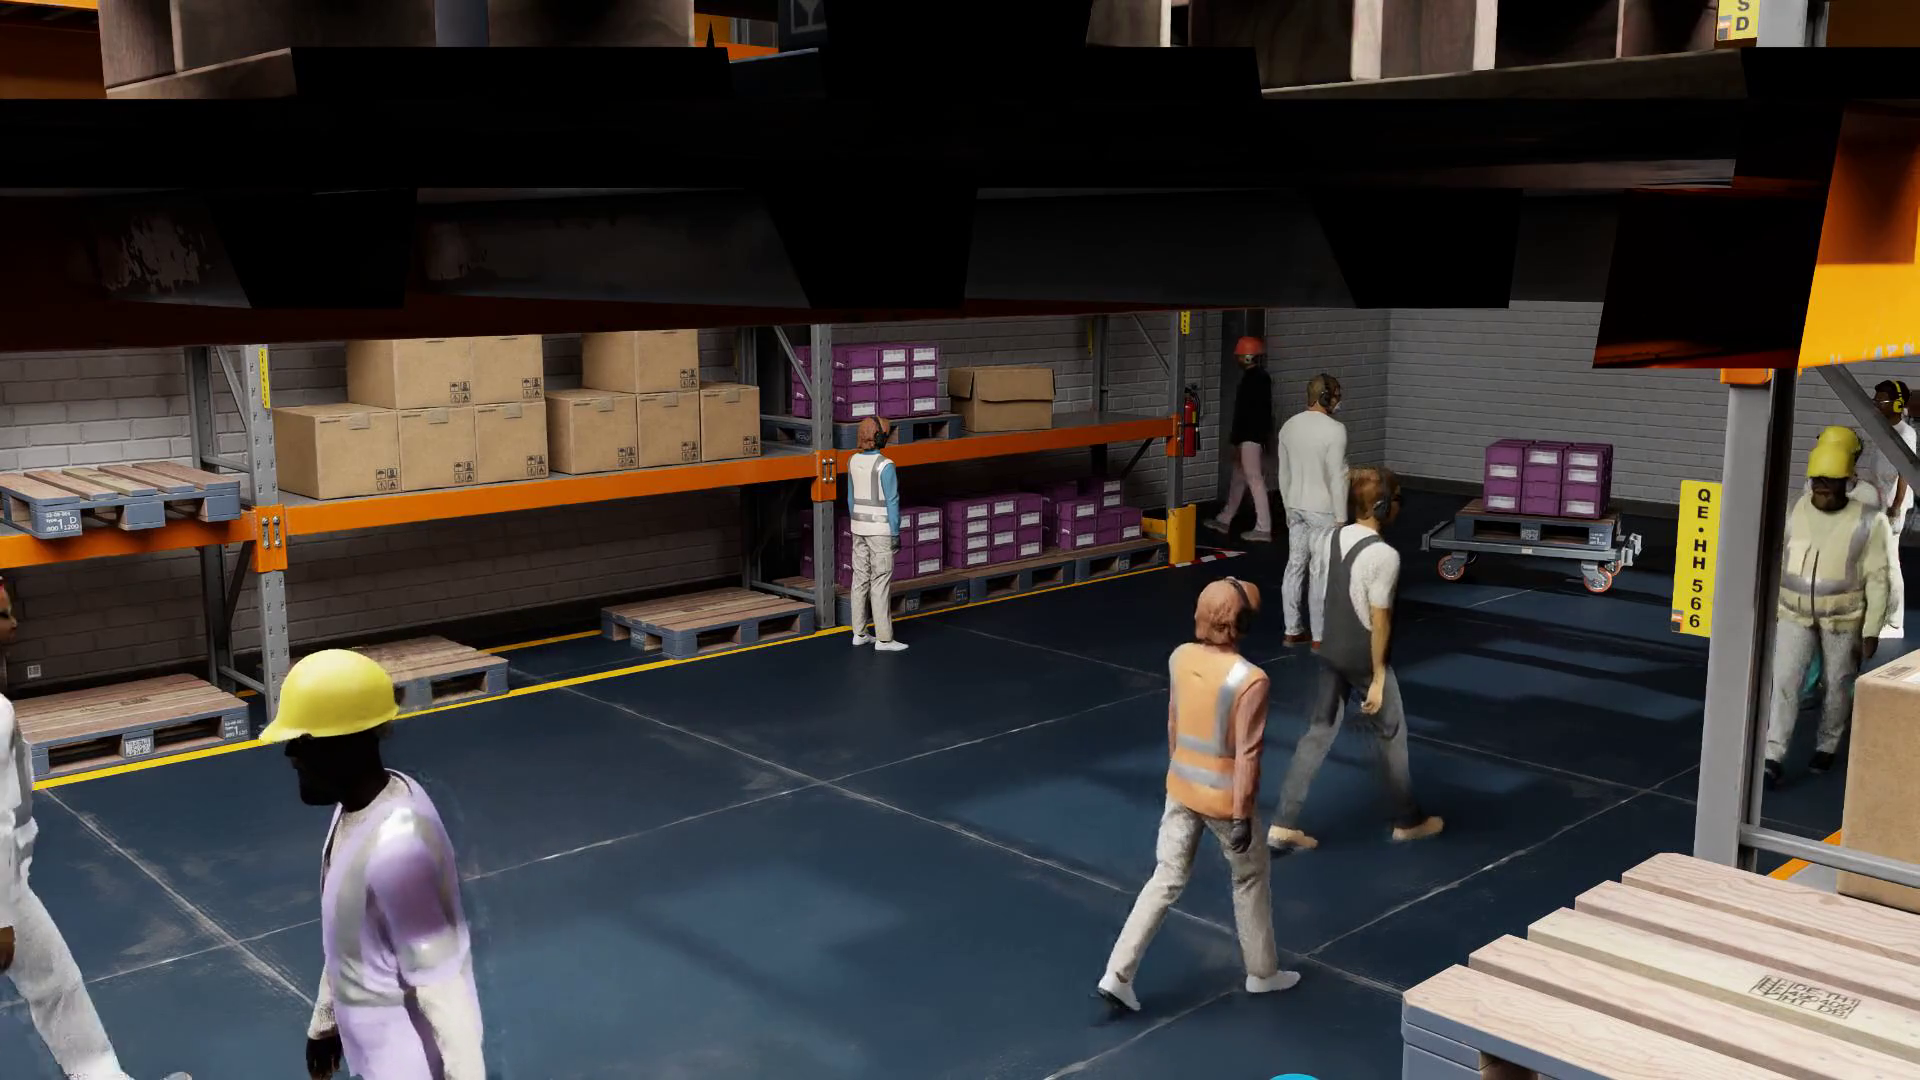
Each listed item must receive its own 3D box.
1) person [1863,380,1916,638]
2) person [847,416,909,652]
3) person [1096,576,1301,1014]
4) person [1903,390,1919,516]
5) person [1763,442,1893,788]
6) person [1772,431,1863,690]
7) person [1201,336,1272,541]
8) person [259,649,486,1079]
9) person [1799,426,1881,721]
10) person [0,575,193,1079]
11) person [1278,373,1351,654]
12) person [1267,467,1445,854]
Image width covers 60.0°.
[{"bbox_3d":[6.672,-0.217,11.967,0.328,1.860,0.518,3,10,14],"label":"person"},{"bbox_3d":[-0.594,-0.040,11.546,0.307,1.641,0.512,-9,13,-41],"label":"person"},{"bbox_3d":[0.862,0.927,6.003,0.843,1.601,0.526,-6,12,-33],"label":"person"},{"bbox_3d":[8.303,-0.516,14.495,0.872,1.586,0.513,4,10,21],"label":"person"},{"bbox_3d":[4.414,0.396,8.554,0.623,1.781,0.912,8,13,39],"label":"person"},{"bbox_3d":[5.365,0.131,10.429,0.733,1.667,0.545,1,10,6],"label":"person"},{"bbox_3d":[2.688,-0.984,16.127,0.871,1.960,0.650,5,11,28],"label":"person"},{"bbox_3d":[-1.256,1.153,3.903,0.991,1.879,0.607,-4,10,-22],"label":"person"},{"bbox_3d":[5.113,0.203,9.784,0.327,1.760,0.524,-4,10,-22],"label":"person"},{"bbox_3d":[-2.776,0.982,4.937,0.611,1.848,0.896,7,12,35],"label":"person"},{"bbox_3d":[2.460,-0.183,11.524,0.373,1.936,0.627,-6,11,-30],"label":"person"},{"bbox_3d":[1.809,0.557,7.607,0.955,1.807,0.532,-5,11,-27],"label":"person"}]
